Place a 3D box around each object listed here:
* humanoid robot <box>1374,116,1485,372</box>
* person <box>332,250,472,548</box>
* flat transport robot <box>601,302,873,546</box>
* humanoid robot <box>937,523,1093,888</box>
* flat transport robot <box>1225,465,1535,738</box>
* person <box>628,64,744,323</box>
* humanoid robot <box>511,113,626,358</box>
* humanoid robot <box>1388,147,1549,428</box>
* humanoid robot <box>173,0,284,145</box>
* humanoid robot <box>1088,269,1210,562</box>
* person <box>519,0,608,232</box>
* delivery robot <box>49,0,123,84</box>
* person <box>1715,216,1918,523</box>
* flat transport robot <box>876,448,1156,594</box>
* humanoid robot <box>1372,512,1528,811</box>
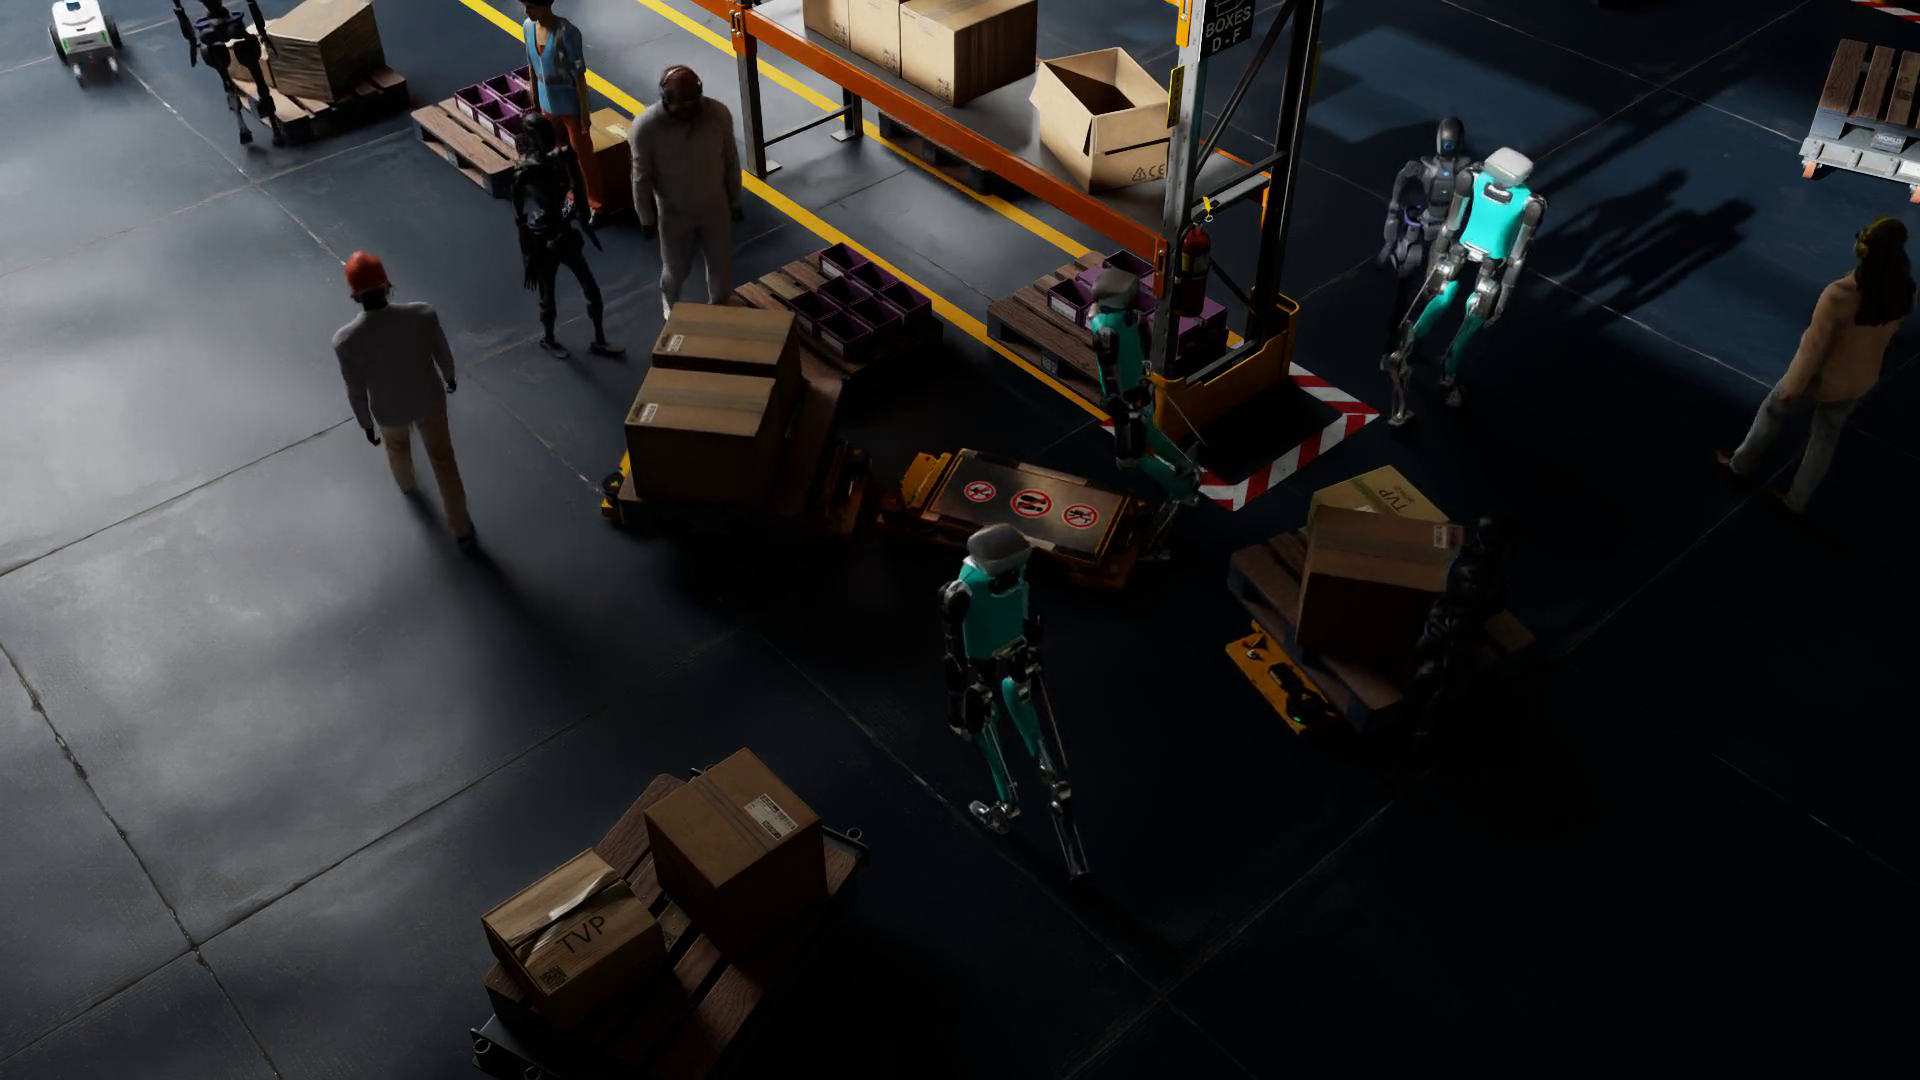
[{"bbox_3d":[2.826,-1.767,9.986,0.608,1.661,0.402,3,43,3],"label":"humanoid robot"},{"bbox_3d":[-2.959,-0.786,8.890,0.585,1.706,0.853,-18,46,-19],"label":"person"},{"bbox_3d":[-1.257,-0.336,9.461,1.431,0.231,0.659,6,43,6],"label":"flat transport robot"},{"bbox_3d":[0.343,0.813,7.152,0.549,1.804,0.910,-31,51,-29],"label":"humanoid robot"},{"bbox_3d":[2.149,0.500,8.551,1.431,0.231,0.659,-19,46,-20],"label":"flat transport robot"},{"bbox_3d":[-1.650,-2.054,10.136,0.680,1.884,0.499,-14,44,-15],"label":"person"},{"bbox_3d":[-2.401,-1.785,10.005,0.644,1.635,0.589,23,47,23],"label":"humanoid robot"},{"bbox_3d":[2.804,-1.317,9.466,0.579,1.789,0.884,29,50,28],"label":"humanoid robot"},{"bbox_3d":[-5.267,-3.601,11.969,0.611,1.636,0.415,-10,44,-11],"label":"humanoid robot"},{"bbox_3d":[1.035,-0.576,8.647,0.813,1.759,0.532,9,43,10],"label":"humanoid robot"},{"bbox_3d":[-2.687,-2.927,11.180,0.498,1.759,0.344,21,47,21],"label":"person"},{"bbox_3d":[-7.000,-4.040,13.292,0.499,0.614,0.802,-19,46,-20],"label":"delivery robot"},{"bbox_3d":[4.646,-0.976,8.986,0.577,1.853,0.709,-5,43,-5],"label":"person"},{"bbox_3d":[0.313,-0.136,9.243,1.431,0.231,0.659,15,45,15],"label":"flat transport robot"},{"bbox_3d":[2.208,0.502,7.514,0.366,1.638,0.620,19,46,19],"label":"humanoid robot"}]
